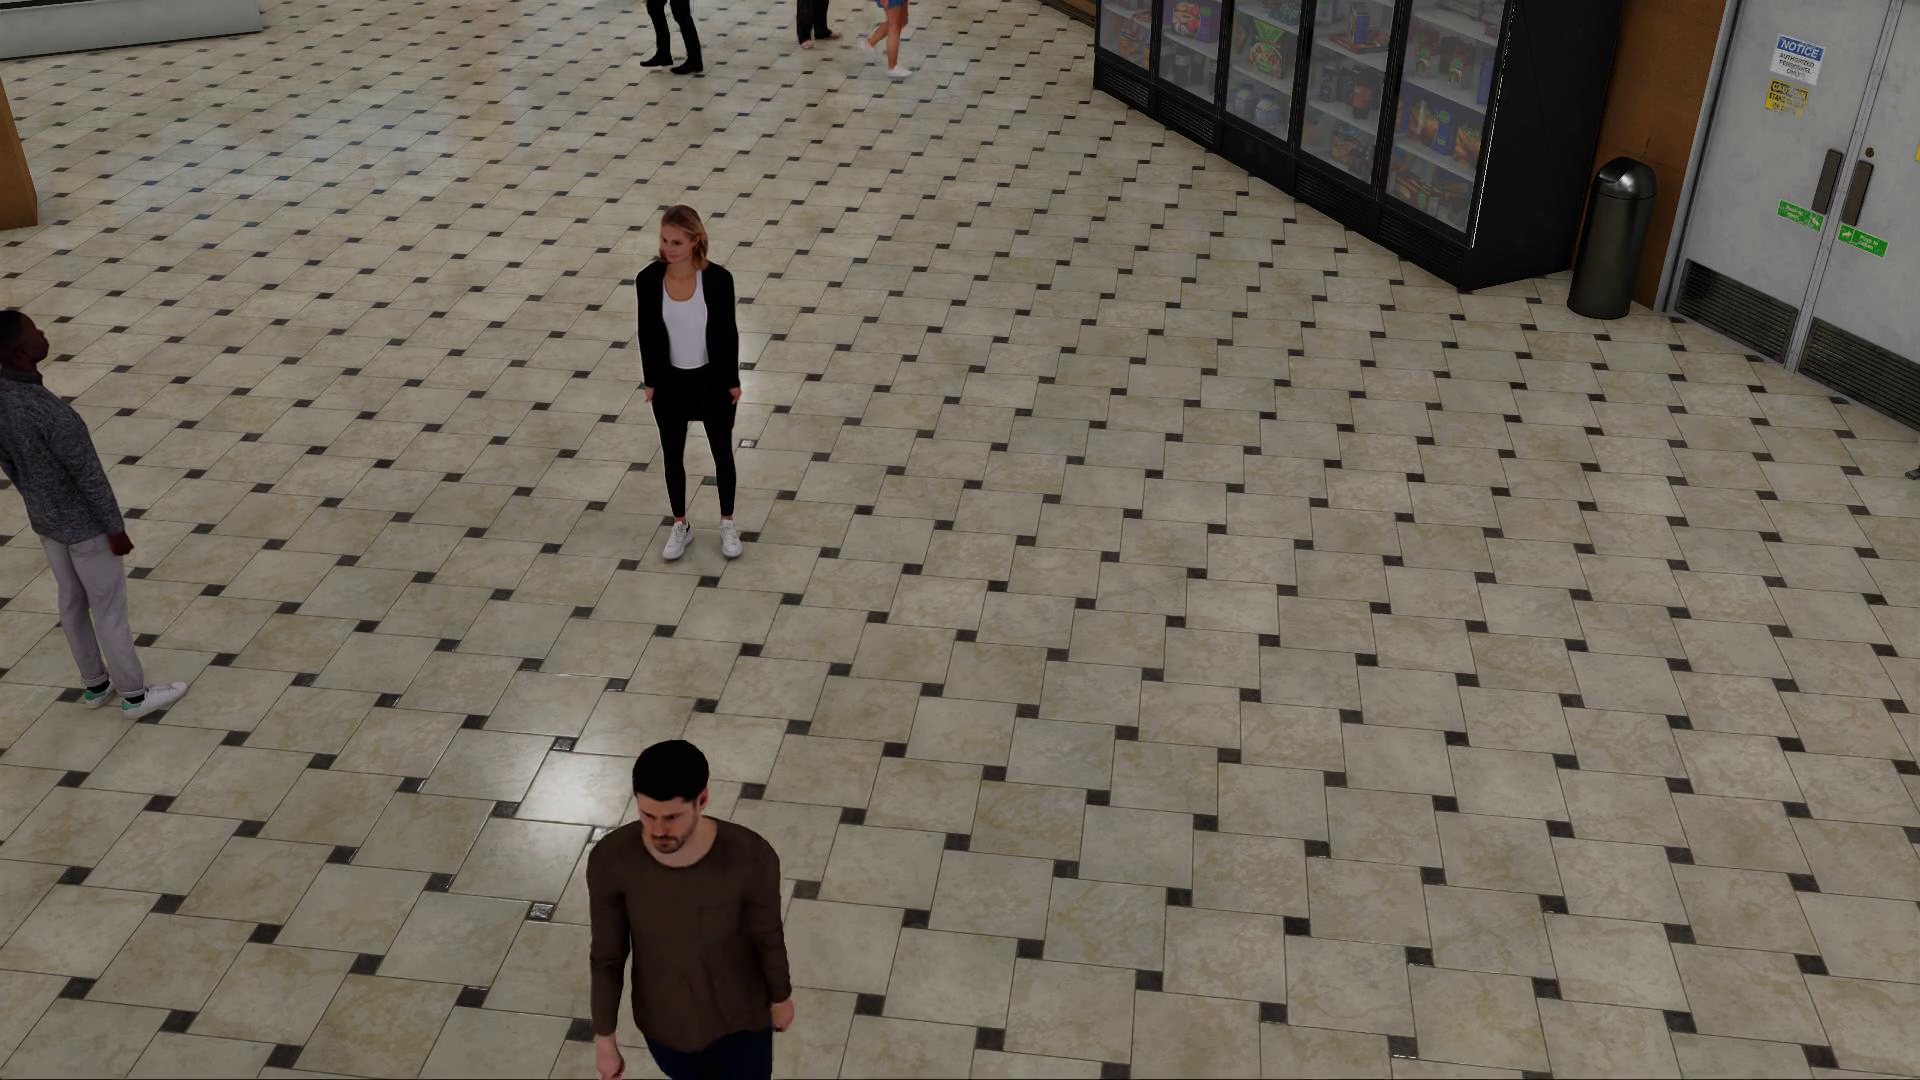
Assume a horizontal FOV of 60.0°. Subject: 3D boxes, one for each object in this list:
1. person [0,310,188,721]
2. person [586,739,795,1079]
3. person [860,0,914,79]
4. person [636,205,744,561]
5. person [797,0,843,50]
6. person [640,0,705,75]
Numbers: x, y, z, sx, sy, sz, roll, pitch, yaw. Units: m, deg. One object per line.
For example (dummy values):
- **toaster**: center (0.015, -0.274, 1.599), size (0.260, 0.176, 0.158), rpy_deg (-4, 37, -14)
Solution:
- **person**: center (-3.642, -0.083, 6.787), size (0.761, 1.839, 0.780), rpy_deg (15, 35, 23)
- **person**: center (-0.701, 1.246, 4.642), size (1.136, 1.847, 1.062), rpy_deg (2, 32, 3)
- **person**: center (-0.685, -4.944, 14.806), size (0.928, 1.619, 0.868), rpy_deg (11, 34, 17)
- **person**: center (-1.257, -0.729, 7.859), size (0.575, 1.802, 0.729), rpy_deg (-1, 32, -2)
- **person**: center (-1.394, -5.595, 15.634), size (0.917, 1.850, 0.697), rpy_deg (15, 35, 22)
- **person**: center (-2.484, -5.085, 14.845), size (0.828, 1.818, 0.779), rpy_deg (-9, 33, -15)
